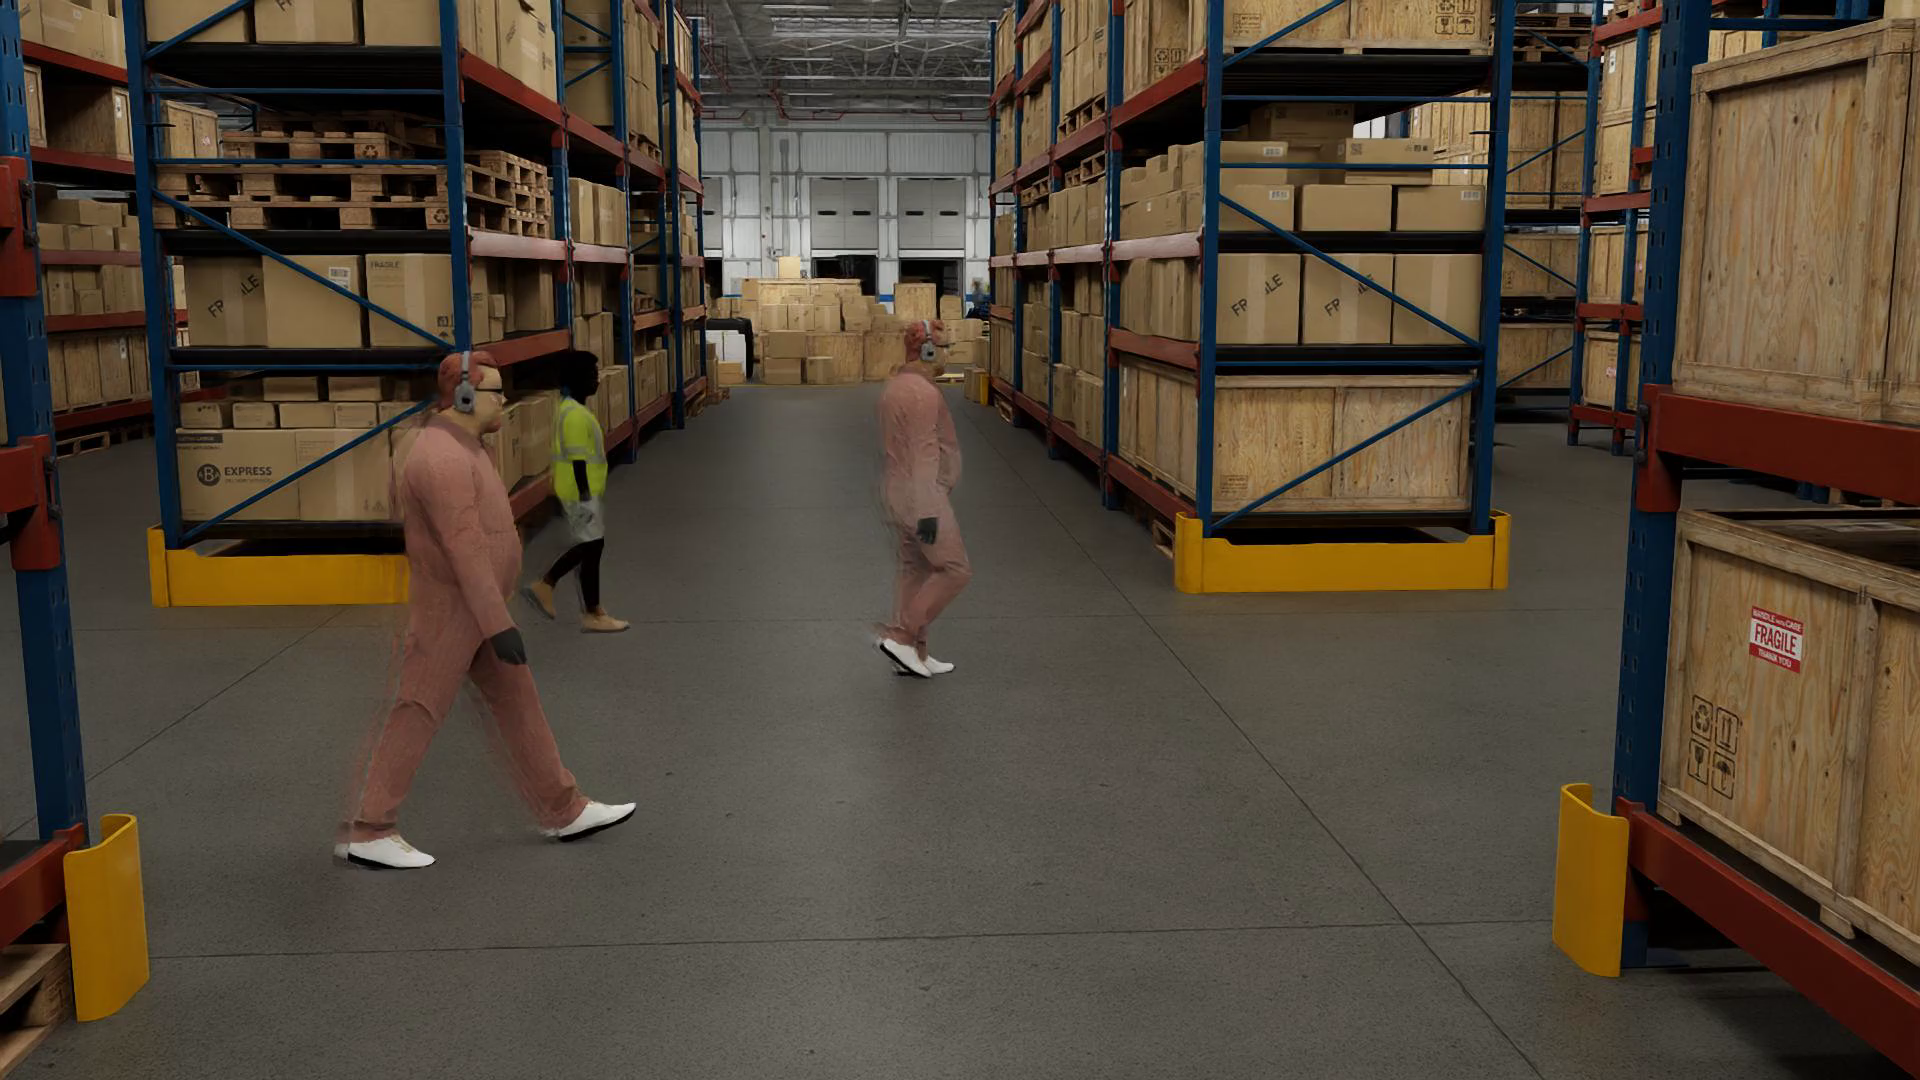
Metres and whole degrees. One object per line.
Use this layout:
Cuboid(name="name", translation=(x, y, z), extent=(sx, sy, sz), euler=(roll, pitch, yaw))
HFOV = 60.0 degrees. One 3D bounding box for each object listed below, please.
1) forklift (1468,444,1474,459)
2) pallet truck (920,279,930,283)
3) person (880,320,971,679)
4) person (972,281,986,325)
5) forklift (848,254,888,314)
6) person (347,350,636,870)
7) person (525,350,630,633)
Cuboid(name="forklift", translation=(5.315, -2.403, 19.422), extent=(1.129, 2.768, 1.873), euler=(-1, 9, -4))
Cuboid(name="pallet truck", translation=(-0.932, -8.922, 63.114), extent=(1.885, 1.965, 0.823), euler=(2, 9, 13))
Cuboid(name="person", translation=(-0.174, -0.197, 8.668), extent=(0.434, 1.887, 0.667), euler=(-2, 9, -13))
Cuboid(name="person", translation=(0.694, -8.386, 60.050), extent=(0.827, 1.917, 0.637), euler=(-3, 10, -21))
Cuboid(name="forklift", translation=(-3.336, -8.384, 56.975), extent=(1.129, 2.768, 1.873), euler=(-5, 10, -30))
Cuboid(name="person", translation=(-1.744, 0.256, 5.957), extent=(1.013, 1.852, 0.659), euler=(-1, 9, -5))
Cuboid(name="person", translation=(-2.262, -0.275, 9.780), extent=(0.516, 1.684, 0.550), euler=(-2, 9, -13))
